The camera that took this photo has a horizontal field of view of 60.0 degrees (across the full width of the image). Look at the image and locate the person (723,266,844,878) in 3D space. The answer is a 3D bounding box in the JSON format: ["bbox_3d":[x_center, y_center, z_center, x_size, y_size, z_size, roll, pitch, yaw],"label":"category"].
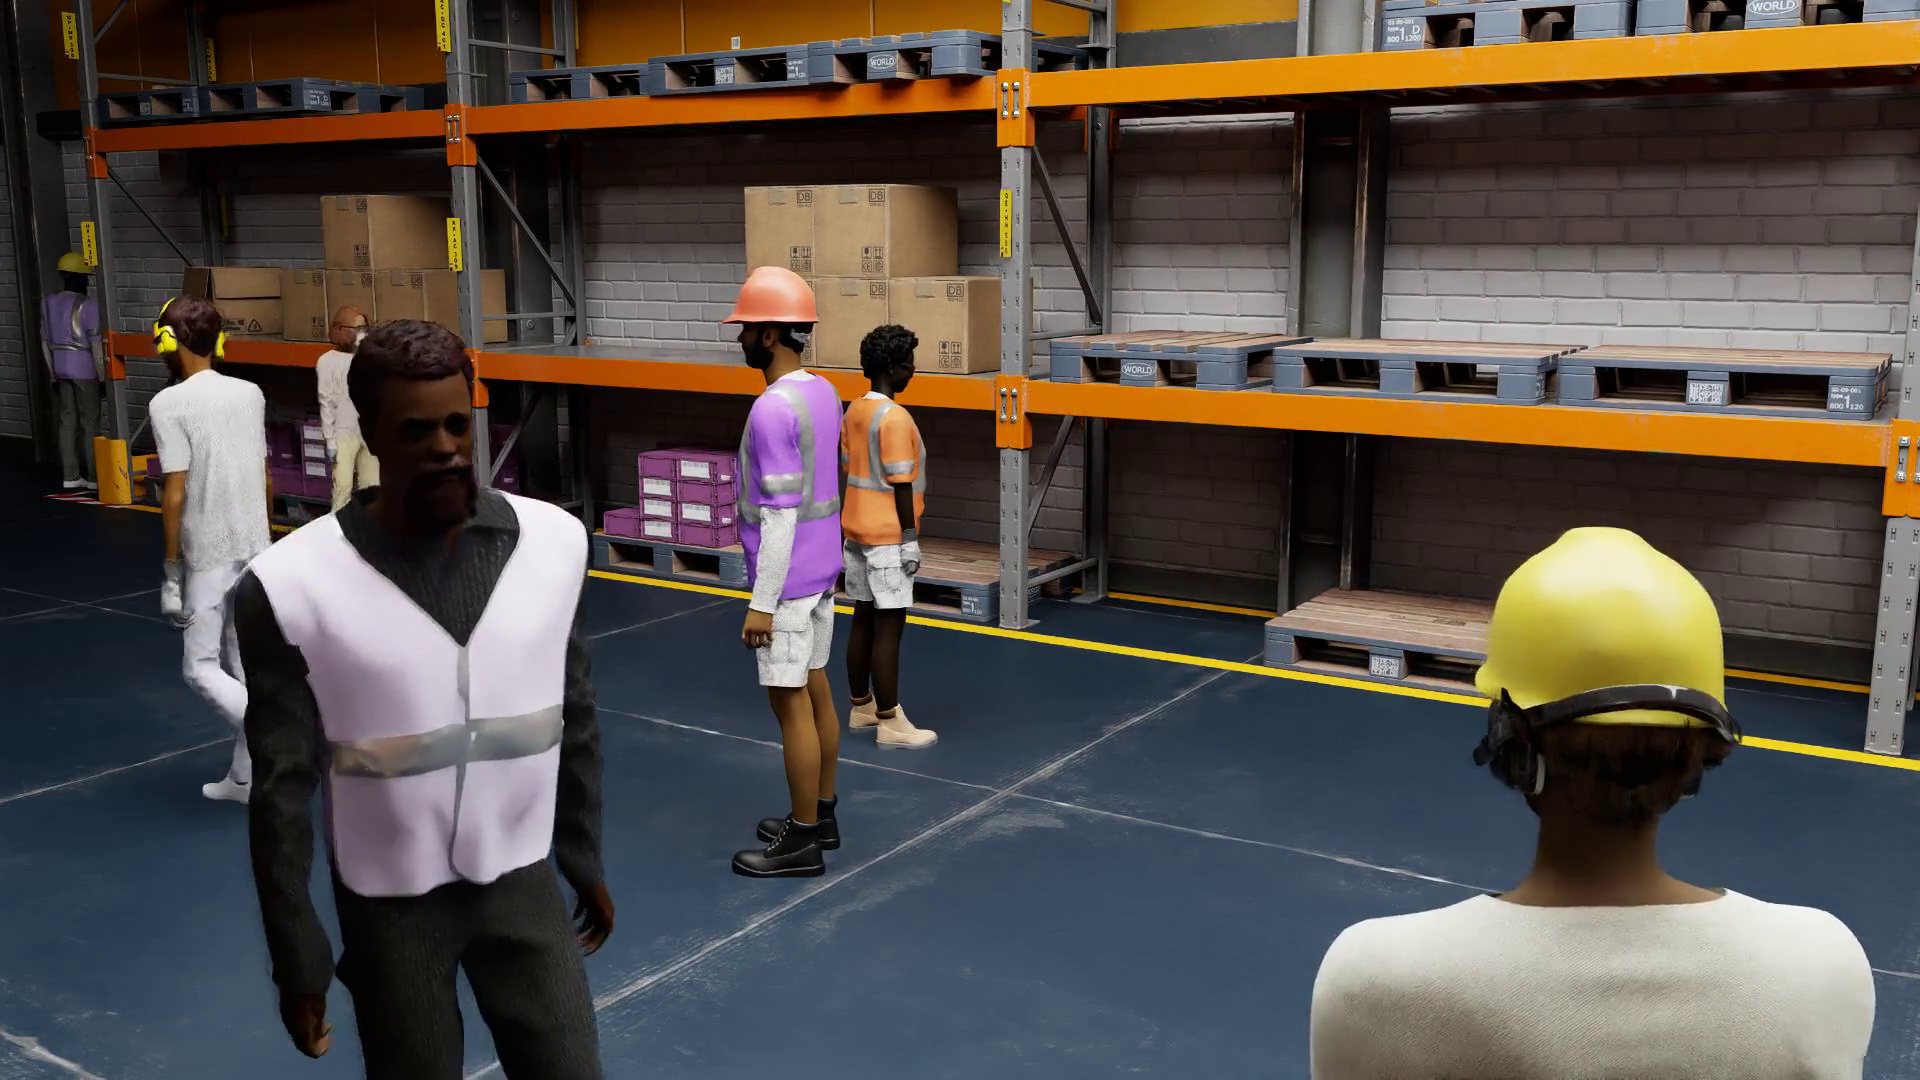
[{"bbox_3d":[-0.563,0.111,5.296,0.360,1.939,0.543,2,10,12],"label":"person"}]

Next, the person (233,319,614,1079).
[{"bbox_3d":[-0.855,0.587,2.769,0.614,1.900,0.455,-8,13,-39],"label":"person"}]

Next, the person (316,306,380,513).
[{"bbox_3d":[-3.698,-0.613,10.188,0.281,1.625,0.494,6,12,29],"label":"person"}]

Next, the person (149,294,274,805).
[{"bbox_3d":[-2.528,0.071,5.777,0.530,1.849,0.598,4,11,20],"label":"person"}]

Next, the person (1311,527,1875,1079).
[{"bbox_3d":[0.570,0.863,1.609,0.532,1.767,0.317,-1,10,-5],"label":"person"}]

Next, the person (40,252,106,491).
[{"bbox_3d":[-7.123,-1.357,13.473,0.594,1.922,0.385,4,11,20],"label":"person"}]

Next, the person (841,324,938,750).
[{"bbox_3d":[-0.301,-0.014,6.670,0.320,1.692,0.531,-5,11,-25],"label":"person"}]
